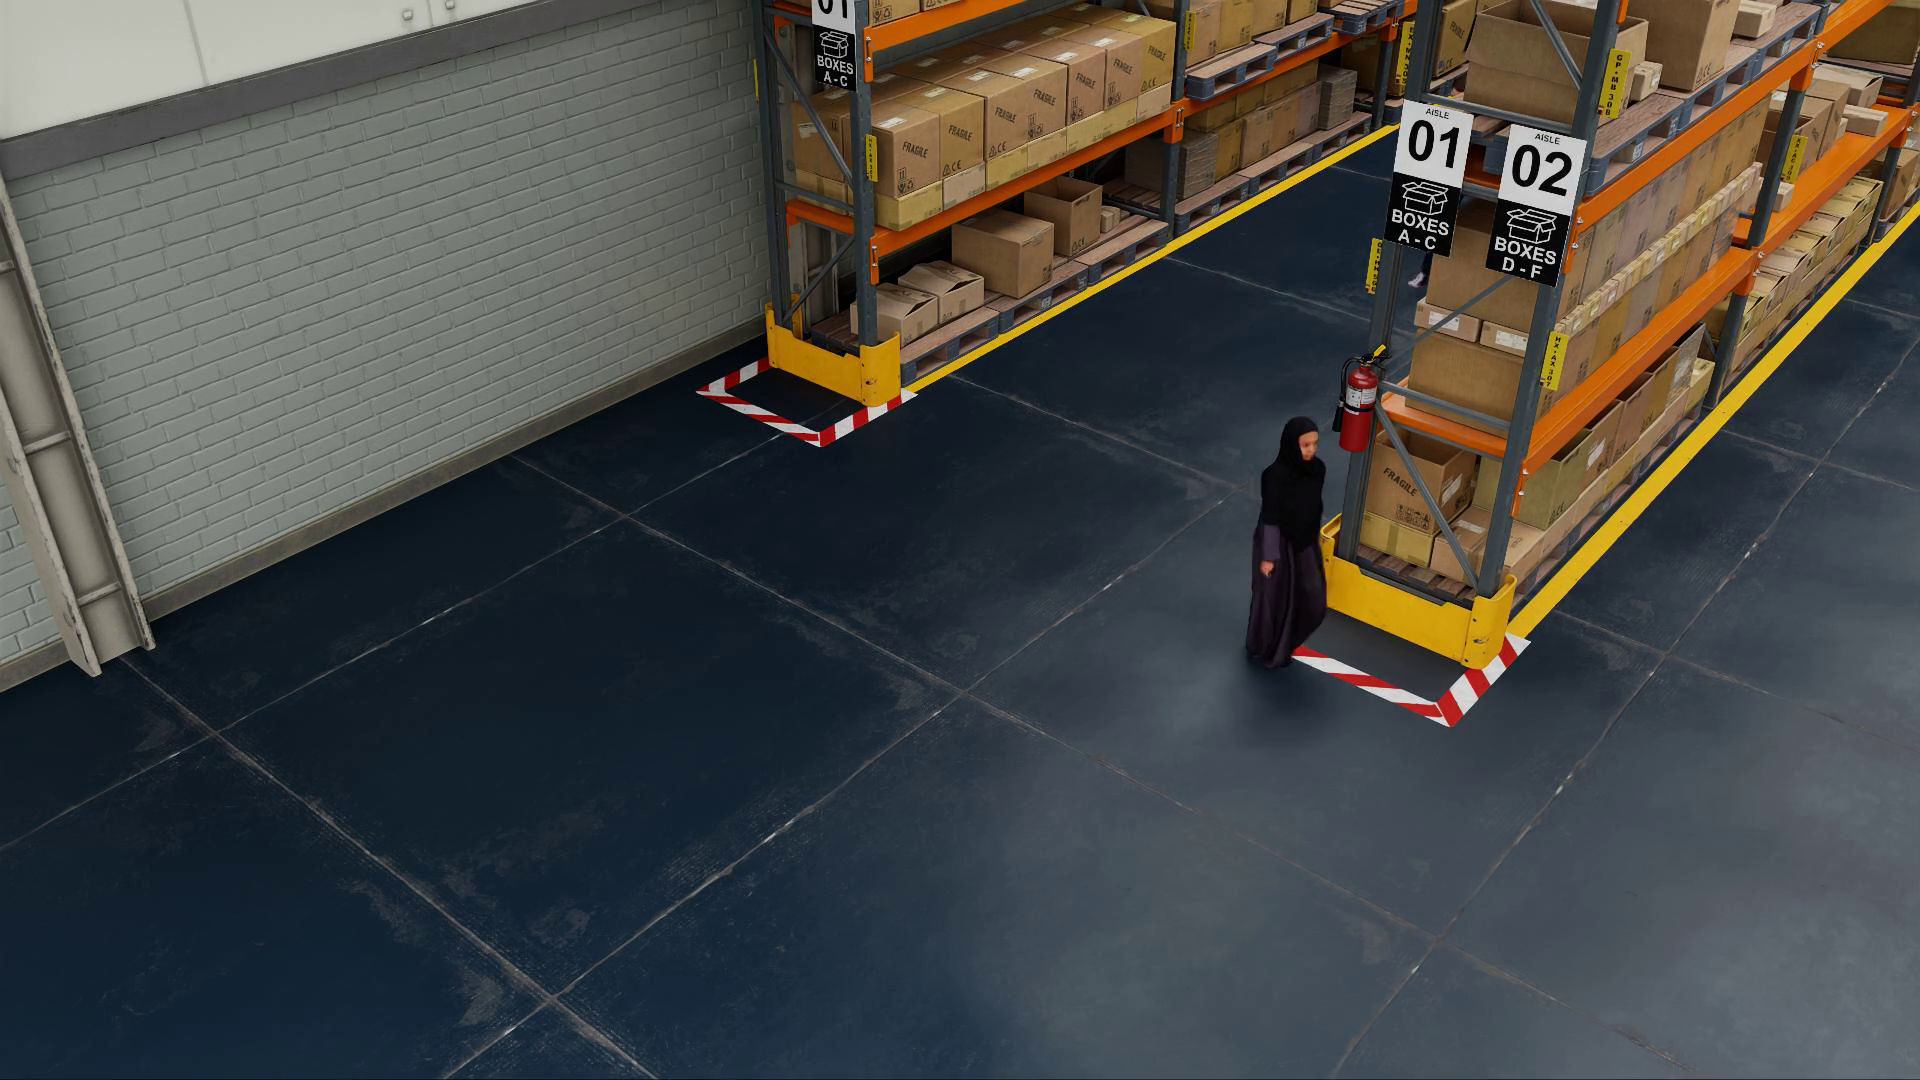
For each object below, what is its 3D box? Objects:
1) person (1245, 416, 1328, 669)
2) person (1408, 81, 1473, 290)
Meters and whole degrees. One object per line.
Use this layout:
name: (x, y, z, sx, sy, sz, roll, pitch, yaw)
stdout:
person: (1.843, -0.023, 9.603, 0.782, 1.609, 0.813, -14, 35, -20)
person: (4.183, -3.043, 14.153, 0.644, 1.711, 1.194, 24, 40, 32)
